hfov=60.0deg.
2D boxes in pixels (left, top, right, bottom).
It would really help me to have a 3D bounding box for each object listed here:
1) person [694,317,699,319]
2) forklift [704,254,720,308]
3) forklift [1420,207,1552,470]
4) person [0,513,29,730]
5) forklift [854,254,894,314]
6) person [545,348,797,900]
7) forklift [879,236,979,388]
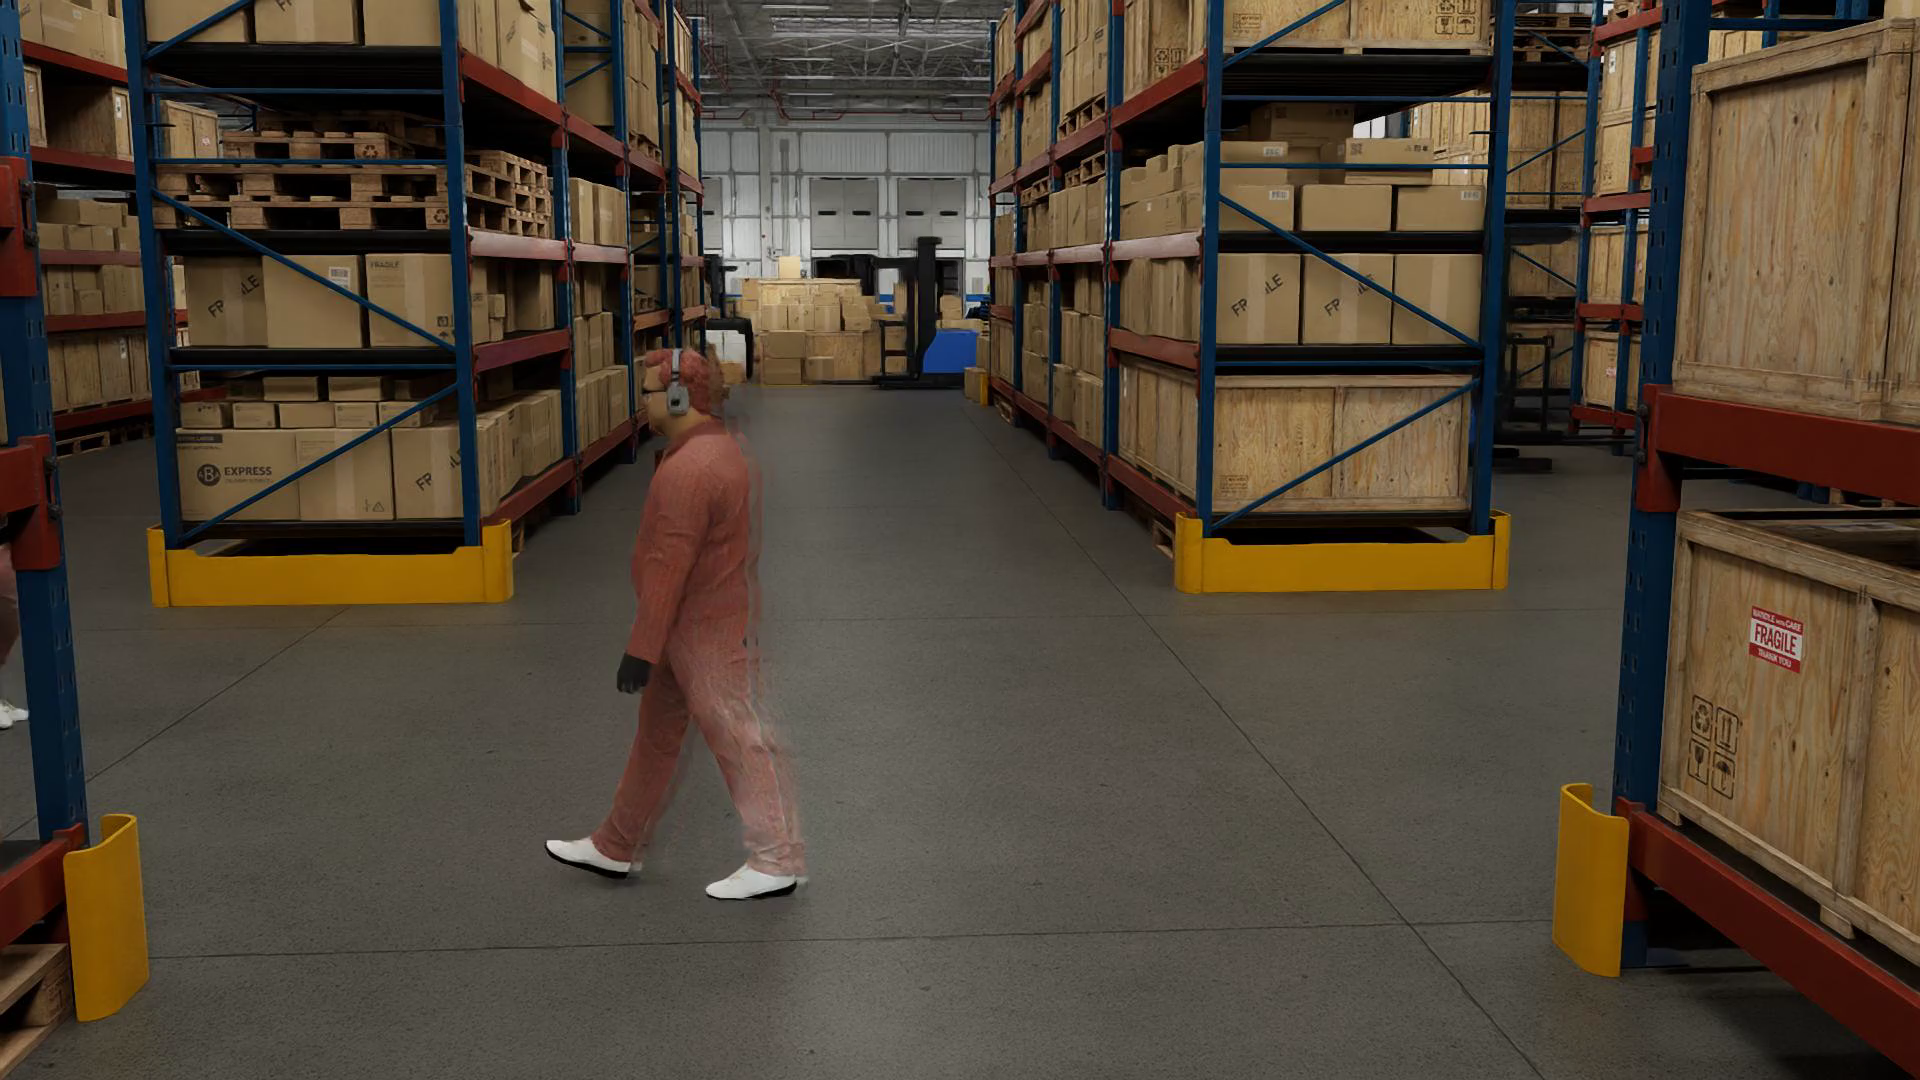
[{"bbox_3d":[-5.842,-4.519,36.747,0.888,1.588,0.545,-2,9,-15],"label":"person"},{"bbox_3d":[-8.474,-8.136,55.415,1.129,2.768,1.873,6,11,33],"label":"forklift"},{"bbox_3d":[5.373,-2.188,18.070,1.873,2.768,1.129,0,9,-1],"label":"forklift"},{"bbox_3d":[-4.522,-0.047,7.727,0.455,1.886,0.672,-2,9,-11],"label":"person"},{"bbox_3d":[-3.206,-8.270,56.257,1.873,2.768,1.129,5,10,27],"label":"forklift"},{"bbox_3d":[-0.997,0.301,5.586,0.947,1.862,0.663,0,9,-2],"label":"person"},{"bbox_3d":[-0.599,-4.264,31.103,1.873,2.768,1.129,-1,9,-4],"label":"forklift"}]
